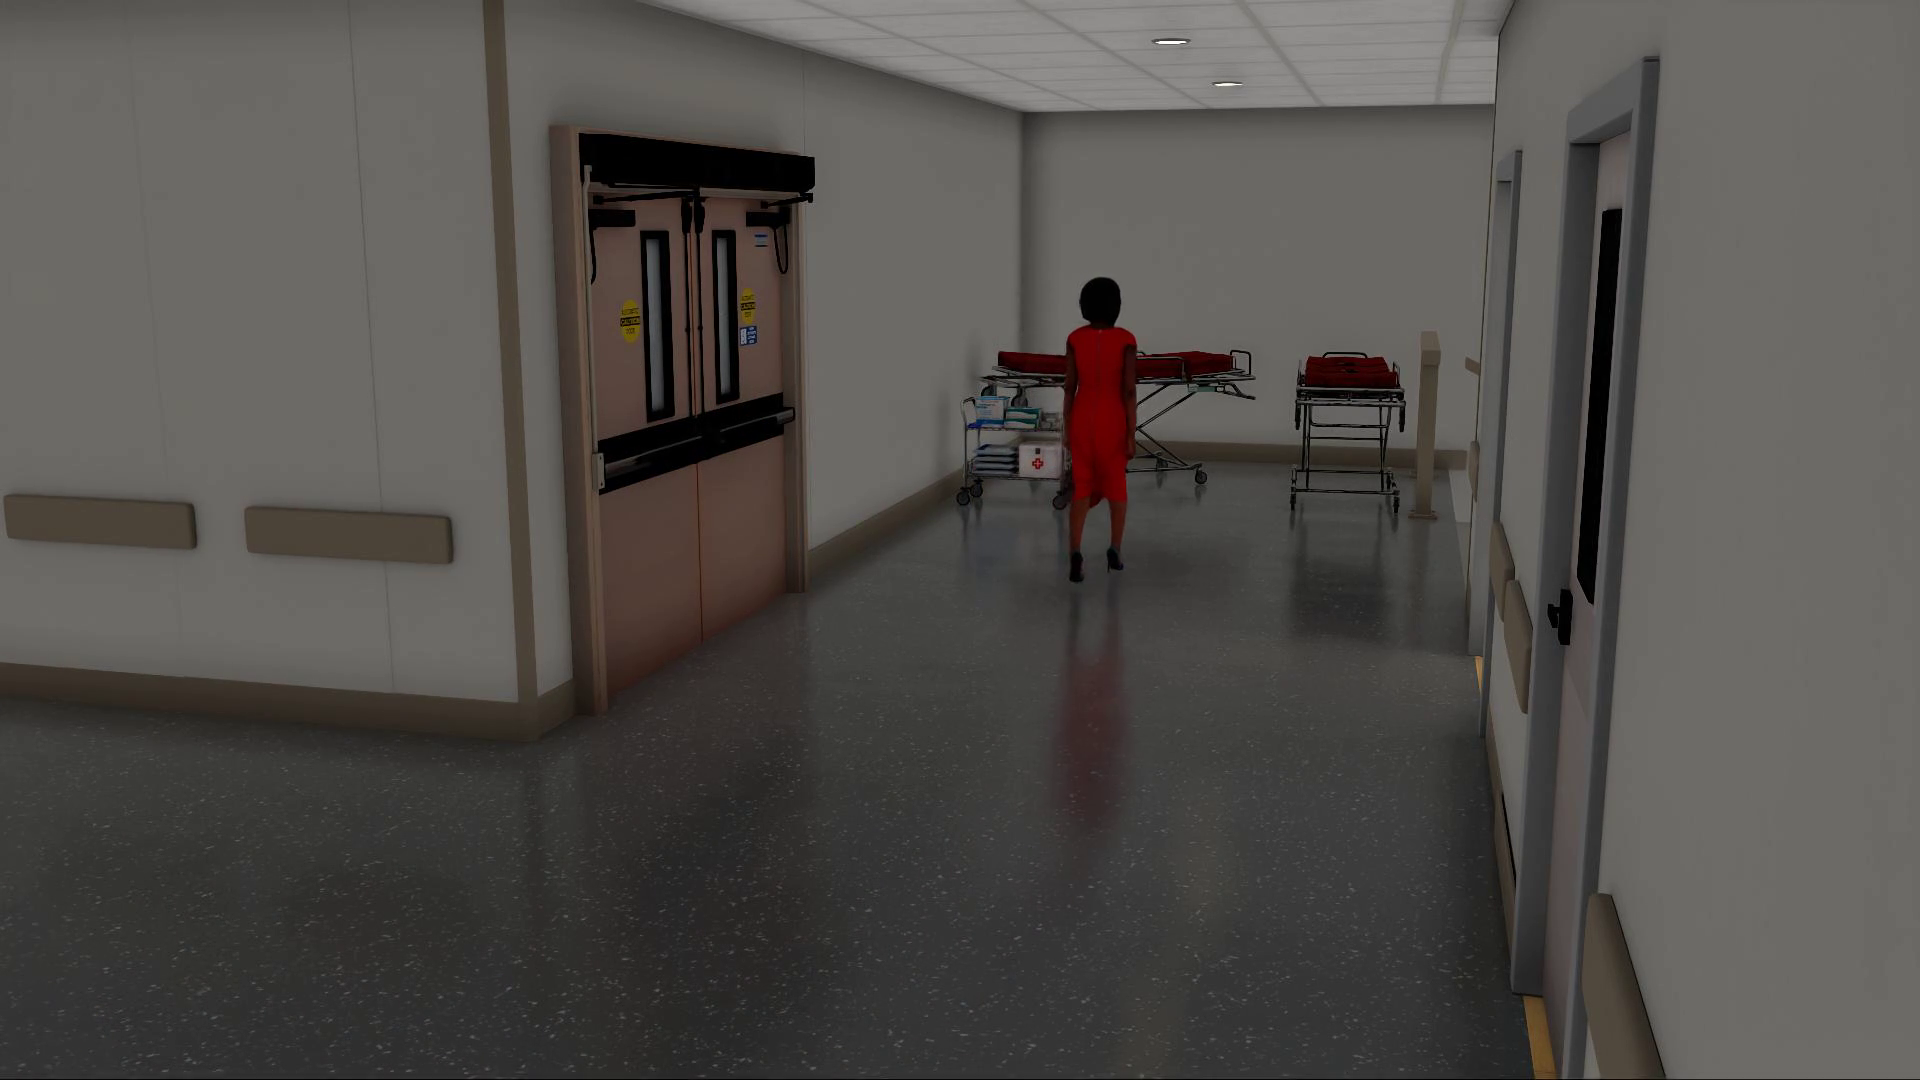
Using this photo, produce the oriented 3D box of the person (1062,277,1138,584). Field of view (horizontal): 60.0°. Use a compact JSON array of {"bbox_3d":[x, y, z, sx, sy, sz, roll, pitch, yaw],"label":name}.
[{"bbox_3d":[0.751,-0.575,9.317,0.595,1.709,0.976,3,11,16],"label":"person"}]
